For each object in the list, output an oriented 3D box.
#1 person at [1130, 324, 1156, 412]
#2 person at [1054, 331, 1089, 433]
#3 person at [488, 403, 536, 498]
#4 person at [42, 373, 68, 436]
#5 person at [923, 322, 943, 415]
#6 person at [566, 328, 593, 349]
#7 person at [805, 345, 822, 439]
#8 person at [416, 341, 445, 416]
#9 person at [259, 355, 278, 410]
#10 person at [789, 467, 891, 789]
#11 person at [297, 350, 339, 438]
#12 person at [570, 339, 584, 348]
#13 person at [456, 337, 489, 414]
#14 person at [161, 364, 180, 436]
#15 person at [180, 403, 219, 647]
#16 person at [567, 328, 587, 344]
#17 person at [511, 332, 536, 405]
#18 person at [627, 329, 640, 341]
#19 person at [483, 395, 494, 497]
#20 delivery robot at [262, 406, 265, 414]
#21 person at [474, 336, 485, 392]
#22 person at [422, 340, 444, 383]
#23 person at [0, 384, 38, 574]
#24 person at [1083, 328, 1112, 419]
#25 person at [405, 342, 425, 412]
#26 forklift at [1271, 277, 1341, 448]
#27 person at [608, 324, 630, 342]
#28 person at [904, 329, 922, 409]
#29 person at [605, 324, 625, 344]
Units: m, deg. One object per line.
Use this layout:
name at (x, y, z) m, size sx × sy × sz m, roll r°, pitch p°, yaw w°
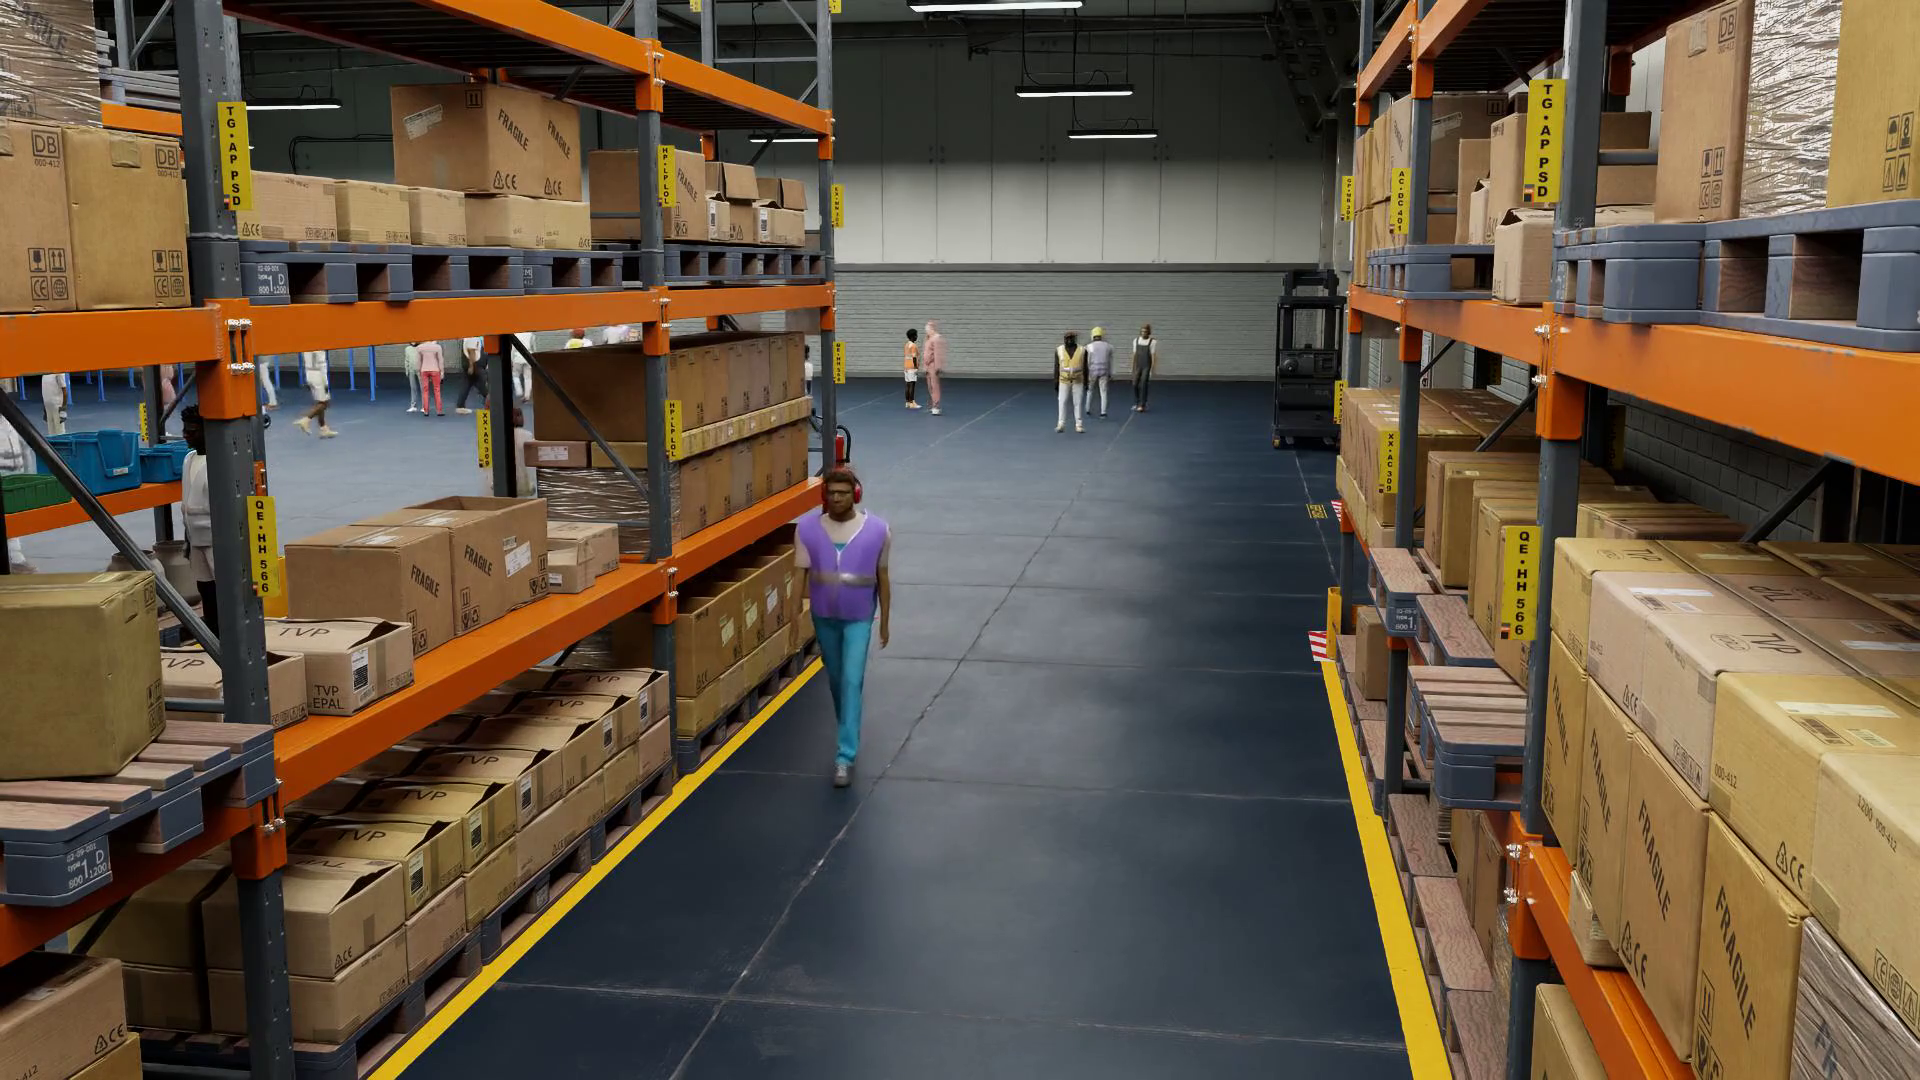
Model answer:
person at (3.767, -3.548, 34.378) m, size 0.542 × 1.817 × 0.619 m, roll 4°, pitch 10°, yaw 22°
person at (2.011, -2.861, 30.142) m, size 0.660 × 1.826 × 0.430 m, roll 1°, pitch 9°, yaw 7°
person at (-4.547, -0.596, 16.881) m, size 0.518 × 1.589 × 0.852 m, roll 0°, pitch 9°, yaw 3°
person at (-12.995, -1.864, 23.843) m, size 0.538 × 1.869 × 0.313 m, roll 6°, pitch 11°, yaw 33°
person at (-0.550, -3.501, 33.978) m, size 0.394 × 1.864 × 0.737 m, roll -2°, pitch 9°, yaw -11°
person at (-7.434, -3.278, 32.599) m, size 0.593 × 1.860 × 0.846 m, roll 4°, pitch 10°, yaw 21°
person at (-2.659, -2.529, 28.597) m, size 0.552 × 1.644 × 0.897 m, roll 7°, pitch 12°, yaw 39°
person at (-10.677, -3.382, 33.529) m, size 0.526 × 1.765 × 0.329 m, roll -1°, pitch 9°, yaw -5°
person at (-14.831, -3.680, 34.949) m, size 0.905 × 1.896 × 0.656 m, roll -2°, pitch 9°, yaw -11°
person at (-0.695, 0.454, 9.805) m, size 0.584 × 1.805 × 0.991 m, roll 1°, pitch 9°, yaw 6°
person at (-11.230, -2.775, 28.966) m, size 0.631 × 2.030 × 0.655 m, roll 9°, pitch 13°, yaw 43°
person at (-6.532, -2.566, 28.518) m, size 0.326 × 1.760 × 0.524 m, roll -5°, pitch 10°, yaw -28°
person at (-9.898, -3.593, 34.106) m, size 1.017 × 2.000 × 0.714 m, roll -5°, pitch 10°, yaw -27°
person at (-13.950, -2.724, 29.094) m, size 0.653 × 1.892 × 0.436 m, roll 9°, pitch 13°, yaw 44°
person at (-5.483, -0.019, 12.165) m, size 0.607 × 1.966 × 0.367 m, roll 6°, pitch 11°, yaw 32°
person at (-7.710, -3.488, 33.789) m, size 0.555 × 1.902 × 0.959 m, roll 5°, pitch 10°, yaw 27°
person at (-9.616, -3.942, 36.525) m, size 0.649 × 1.913 × 0.608 m, roll -6°, pitch 11°, yaw -34°
person at (-5.728, -2.775, 29.440) m, size 0.650 × 1.881 × 0.758 m, roll -3°, pitch 10°, yaw -16°
person at (-4.909, -0.747, 17.666) m, size 0.522 × 1.637 × 0.306 m, roll 8°, pitch 12°, yaw 42°
delivery robot at (-13.222, -2.359, 30.780) m, size 0.477 × 0.478 × 0.707 m, roll 4°, pitch 10°, yaw 21°
person at (-11.625, -4.404, 40.106) m, size 0.538 × 1.676 × 0.726 m, roll -4°, pitch 10°, yaw -21°
person at (-13.722, -4.883, 43.276) m, size 0.531 × 1.605 × 0.824 m, roll -8°, pitch 12°, yaw -42°
person at (-9.338, -0.610, 16.146) m, size 0.780 × 1.862 × 0.586 m, roll 3°, pitch 10°, yaw 17°
person at (2.727, -3.326, 33.117) m, size 0.606 × 1.775 × 0.955 m, roll -2°, pitch 9°, yaw -12°
person at (-11.239, -3.464, 34.430) m, size 0.501 × 1.633 × 0.284 m, roll 2°, pitch 9°, yaw 10°
forklift at (5.847, -3.016, 27.970) m, size 1.129 × 2.768 × 1.873 m, roll 1°, pitch 9°, yaw 9°
person at (-8.620, -4.855, 42.129) m, size 0.603 × 1.915 × 0.512 m, roll 2°, pitch 9°, yaw 14°
person at (-1.014, -3.633, 35.279) m, size 0.318 × 1.699 × 0.532 m, roll -3°, pitch 10°, yaw -19°
person at (-8.282, -4.480, 40.098) m, size 0.557 × 1.825 × 0.931 m, roll 1°, pitch 9°, yaw 4°
